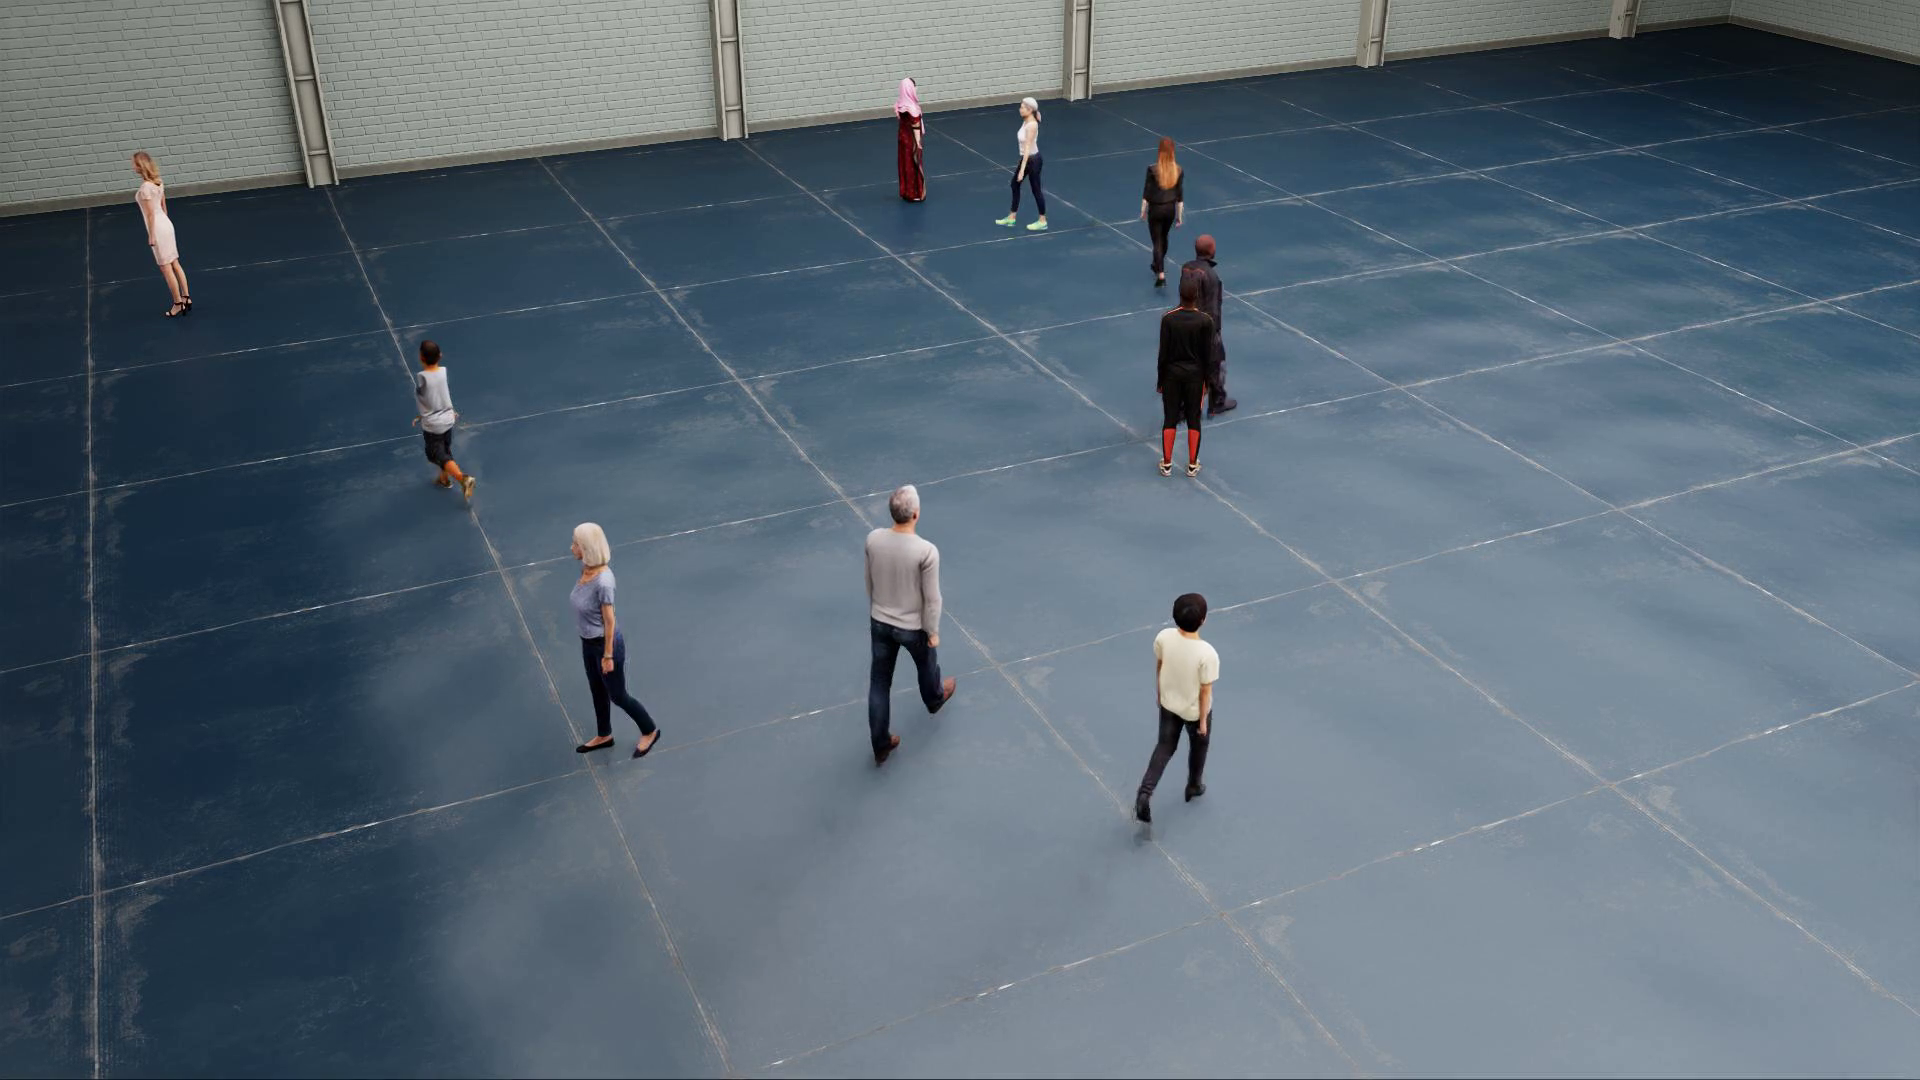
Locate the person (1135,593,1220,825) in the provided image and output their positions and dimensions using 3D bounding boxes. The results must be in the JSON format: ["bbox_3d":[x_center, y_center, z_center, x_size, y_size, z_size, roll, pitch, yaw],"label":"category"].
[{"bbox_3d":[1.341,1.064,10.246,0.878,1.564,1.063,19,34,32],"label":"person"}]

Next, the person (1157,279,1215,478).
[{"bbox_3d":[1.974,-1.434,14.678,0.662,1.807,0.767,4,28,7],"label":"person"}]

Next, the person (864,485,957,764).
[{"bbox_3d":[-0.423,0.593,10.816,1.205,1.859,1.317,12,30,22],"label":"person"}]

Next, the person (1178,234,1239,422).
[{"bbox_3d":[2.178,-1.969,15.683,0.982,1.807,0.819,-18,33,-30],"label":"person"}]

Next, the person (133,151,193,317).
[{"bbox_3d":[-8.772,-3.362,18.275,0.643,1.830,0.649,1,28,2],"label":"person"}]

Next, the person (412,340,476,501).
[{"bbox_3d":[-4.491,-1.059,14.374,0.850,1.432,0.962,24,36,37],"label":"person"}]

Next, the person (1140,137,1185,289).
[{"bbox_3d":[2.333,-3.720,19.106,1.099,1.679,0.834,-6,29,-10],"label":"person"}]

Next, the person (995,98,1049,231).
[{"bbox_3d":[0.983,-4.729,21.000,0.998,1.681,0.829,-2,28,-5],"label":"person"}]

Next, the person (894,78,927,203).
[{"bbox_3d":[-0.668,-5.341,22.195,0.588,1.637,0.652,-13,31,-23],"label":"person"}]

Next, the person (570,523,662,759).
[{"bbox_3d":[-2.300,0.650,10.834,0.779,1.741,0.627,-17,32,-28],"label":"person"}]
